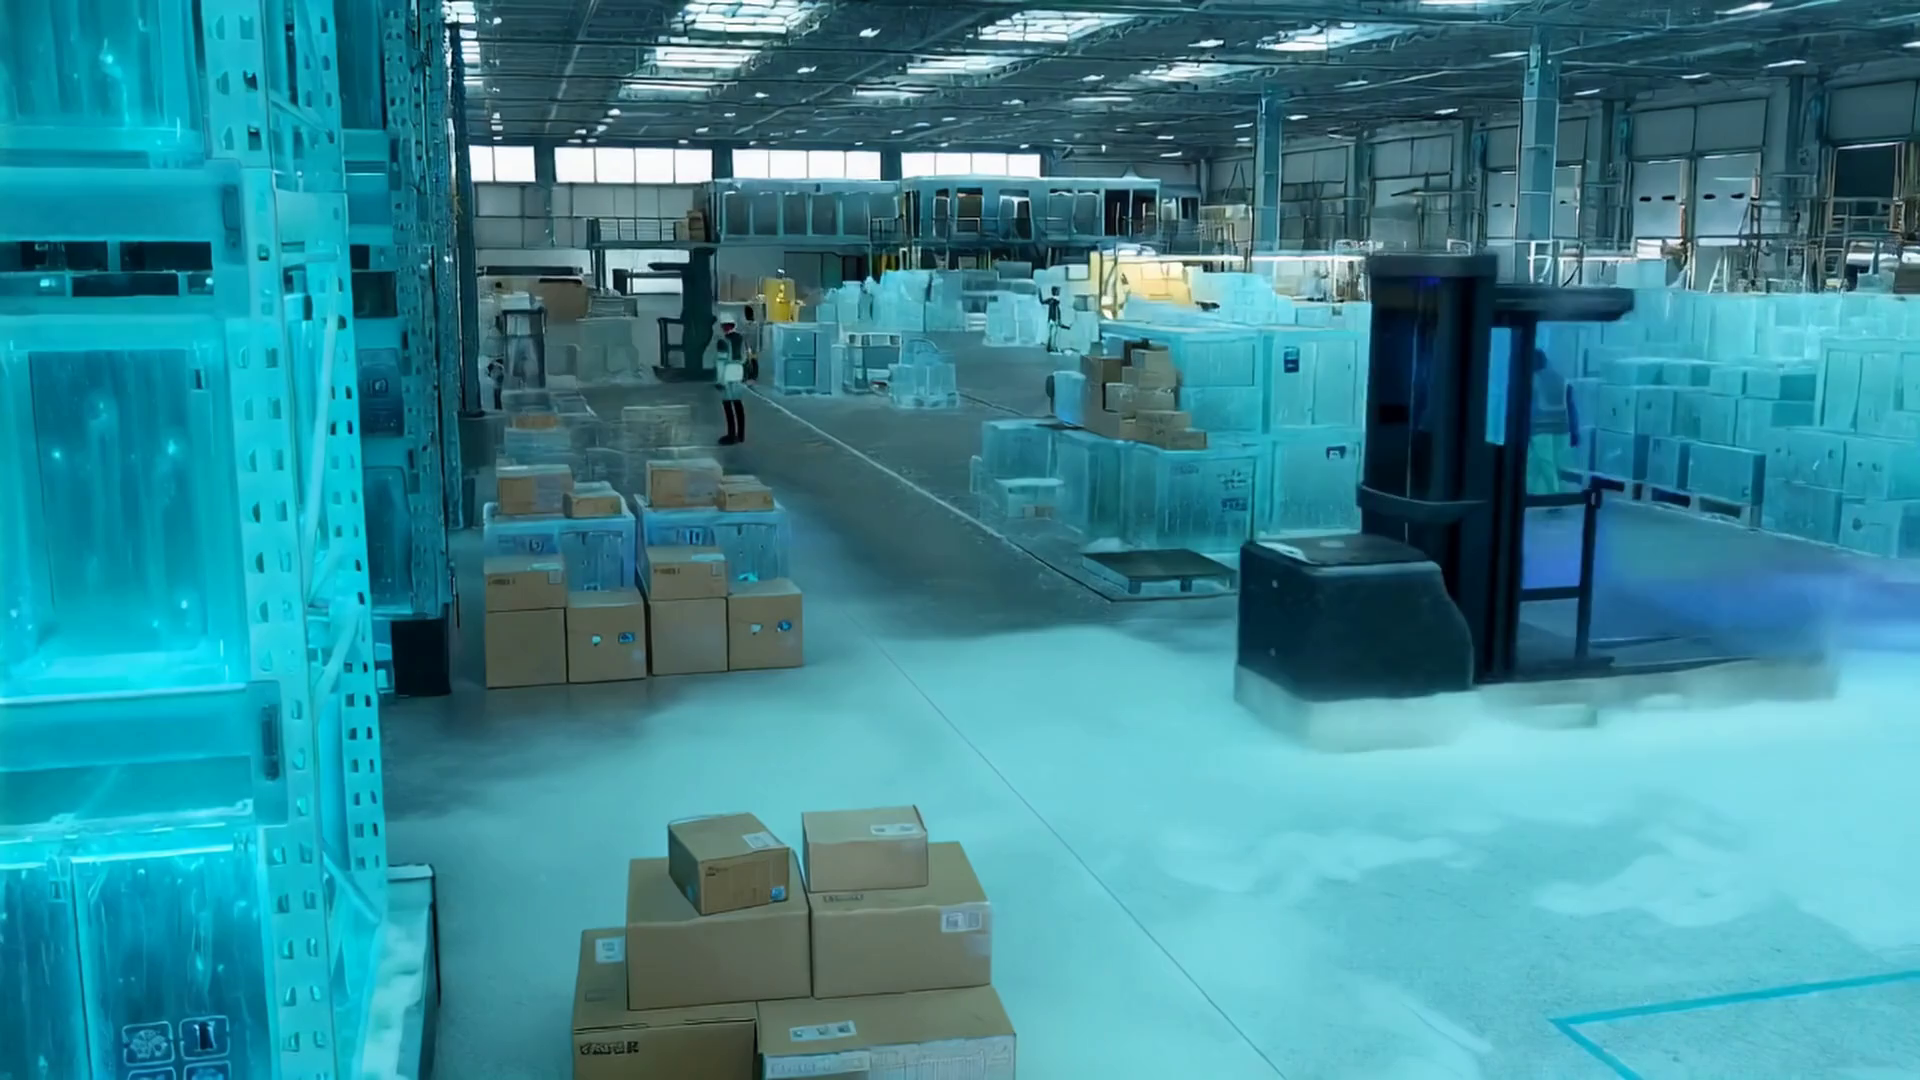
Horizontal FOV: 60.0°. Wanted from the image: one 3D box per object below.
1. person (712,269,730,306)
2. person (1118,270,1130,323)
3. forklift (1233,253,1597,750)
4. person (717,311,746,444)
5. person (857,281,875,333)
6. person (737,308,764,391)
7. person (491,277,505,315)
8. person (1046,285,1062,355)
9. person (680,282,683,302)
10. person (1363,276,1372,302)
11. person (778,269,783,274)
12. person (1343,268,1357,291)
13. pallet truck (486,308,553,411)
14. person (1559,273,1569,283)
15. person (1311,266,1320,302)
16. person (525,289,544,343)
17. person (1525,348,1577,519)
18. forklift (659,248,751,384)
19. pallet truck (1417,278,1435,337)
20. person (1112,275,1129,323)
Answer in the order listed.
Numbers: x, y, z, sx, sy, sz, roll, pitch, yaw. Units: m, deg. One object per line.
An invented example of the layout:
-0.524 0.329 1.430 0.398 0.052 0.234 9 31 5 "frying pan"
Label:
-11.572 -12.181 80.219 0.974 1.807 0.511 5 11 25 "person"
5.654 -8.406 58.151 0.535 2.000 0.686 4 11 20 "person"
2.705 -0.297 9.858 1.873 2.768 1.129 -3 10 -15 "forklift"
-3.366 -2.375 24.303 0.380 1.930 0.556 6 12 30 "person"
-2.559 -6.265 46.375 0.612 1.930 0.880 7 12 36 "person"
-4.225 -3.850 33.464 0.536 1.649 0.906 0 10 3 "person"
-17.331 -9.001 62.430 0.517 1.715 0.488 -2 10 -12 "person"
2.491 -5.831 44.097 0.318 1.858 0.527 -9 13 -42 "person"
-10.313 -9.253 63.118 0.621 1.977 0.534 8 13 38 "person"
18.151 -11.114 73.865 0.490 1.904 0.615 -8 13 -37 "person"
-8.008 -11.094 73.874 0.810 1.854 0.602 -6 11 -29 "person"
19.748 -12.934 84.392 0.660 1.822 0.713 -2 10 -13 "person"
-6.242 -2.418 24.362 0.823 1.965 1.885 1 10 3 "pallet truck"
23.379 -9.433 64.502 0.544 1.852 0.449 -3 11 -18 "person"
16.368 -11.626 76.643 0.391 1.948 0.605 2 10 14 "person"
-12.622 -6.624 49.247 0.529 1.626 0.533 9 14 42 "person"
6.196 -1.141 17.759 0.637 1.777 0.885 -4 11 -19 "person"
-5.373 -4.722 34.911 1.873 2.768 1.129 -3 10 -15 "forklift"
14.620 -7.324 52.145 0.823 1.965 1.885 8 13 40 "pallet truck"
5.397 -7.967 56.085 0.558 1.900 0.966 3 10 15 "person"
